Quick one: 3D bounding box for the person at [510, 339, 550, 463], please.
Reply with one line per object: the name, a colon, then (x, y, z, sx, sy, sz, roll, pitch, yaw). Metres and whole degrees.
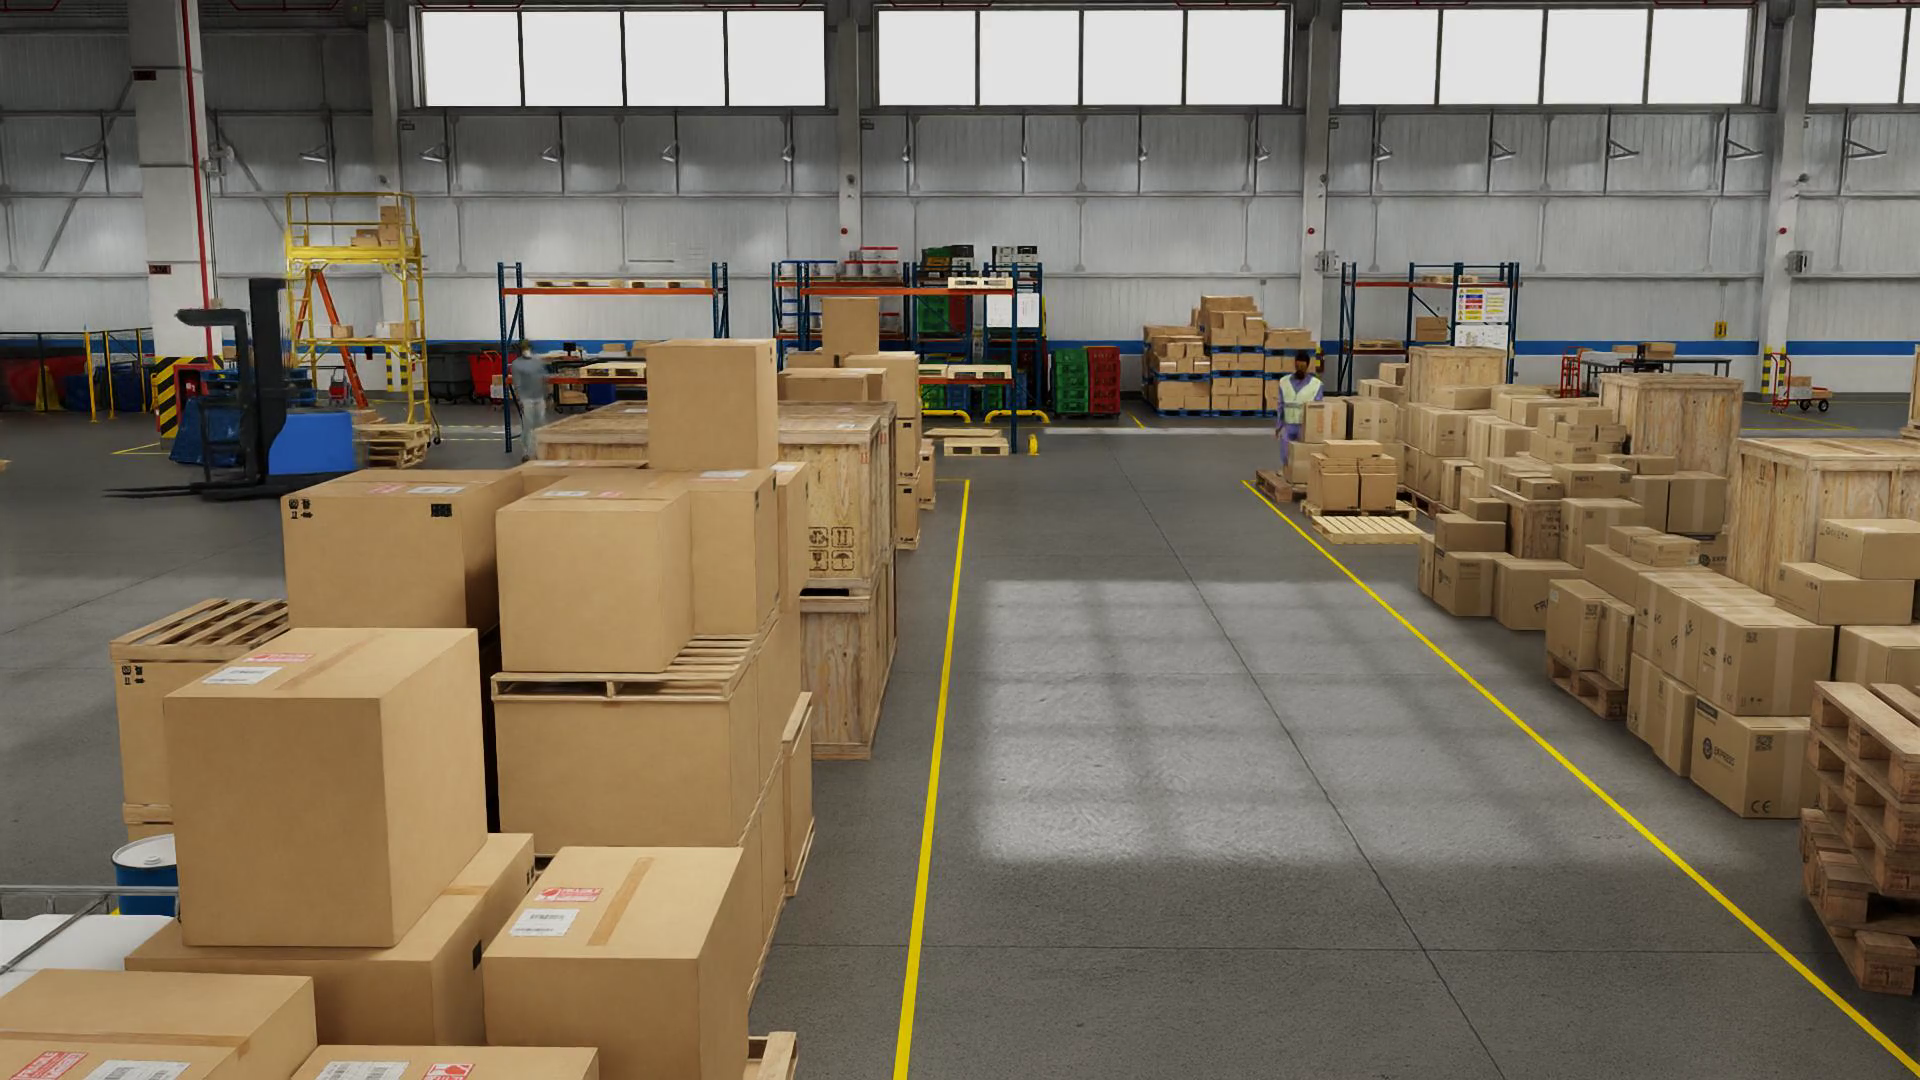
person: (-6.483, -2.123, 25.347, 0.375, 1.900, 0.782, 7, 12, 35)

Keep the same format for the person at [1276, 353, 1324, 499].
person: (4.371, -1.472, 21.416, 0.622, 1.889, 0.508, 5, 11, 30)

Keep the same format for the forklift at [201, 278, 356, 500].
forklift: (-8.968, -2.007, 21.656, 1.873, 2.768, 1.129, -4, 10, -25)
